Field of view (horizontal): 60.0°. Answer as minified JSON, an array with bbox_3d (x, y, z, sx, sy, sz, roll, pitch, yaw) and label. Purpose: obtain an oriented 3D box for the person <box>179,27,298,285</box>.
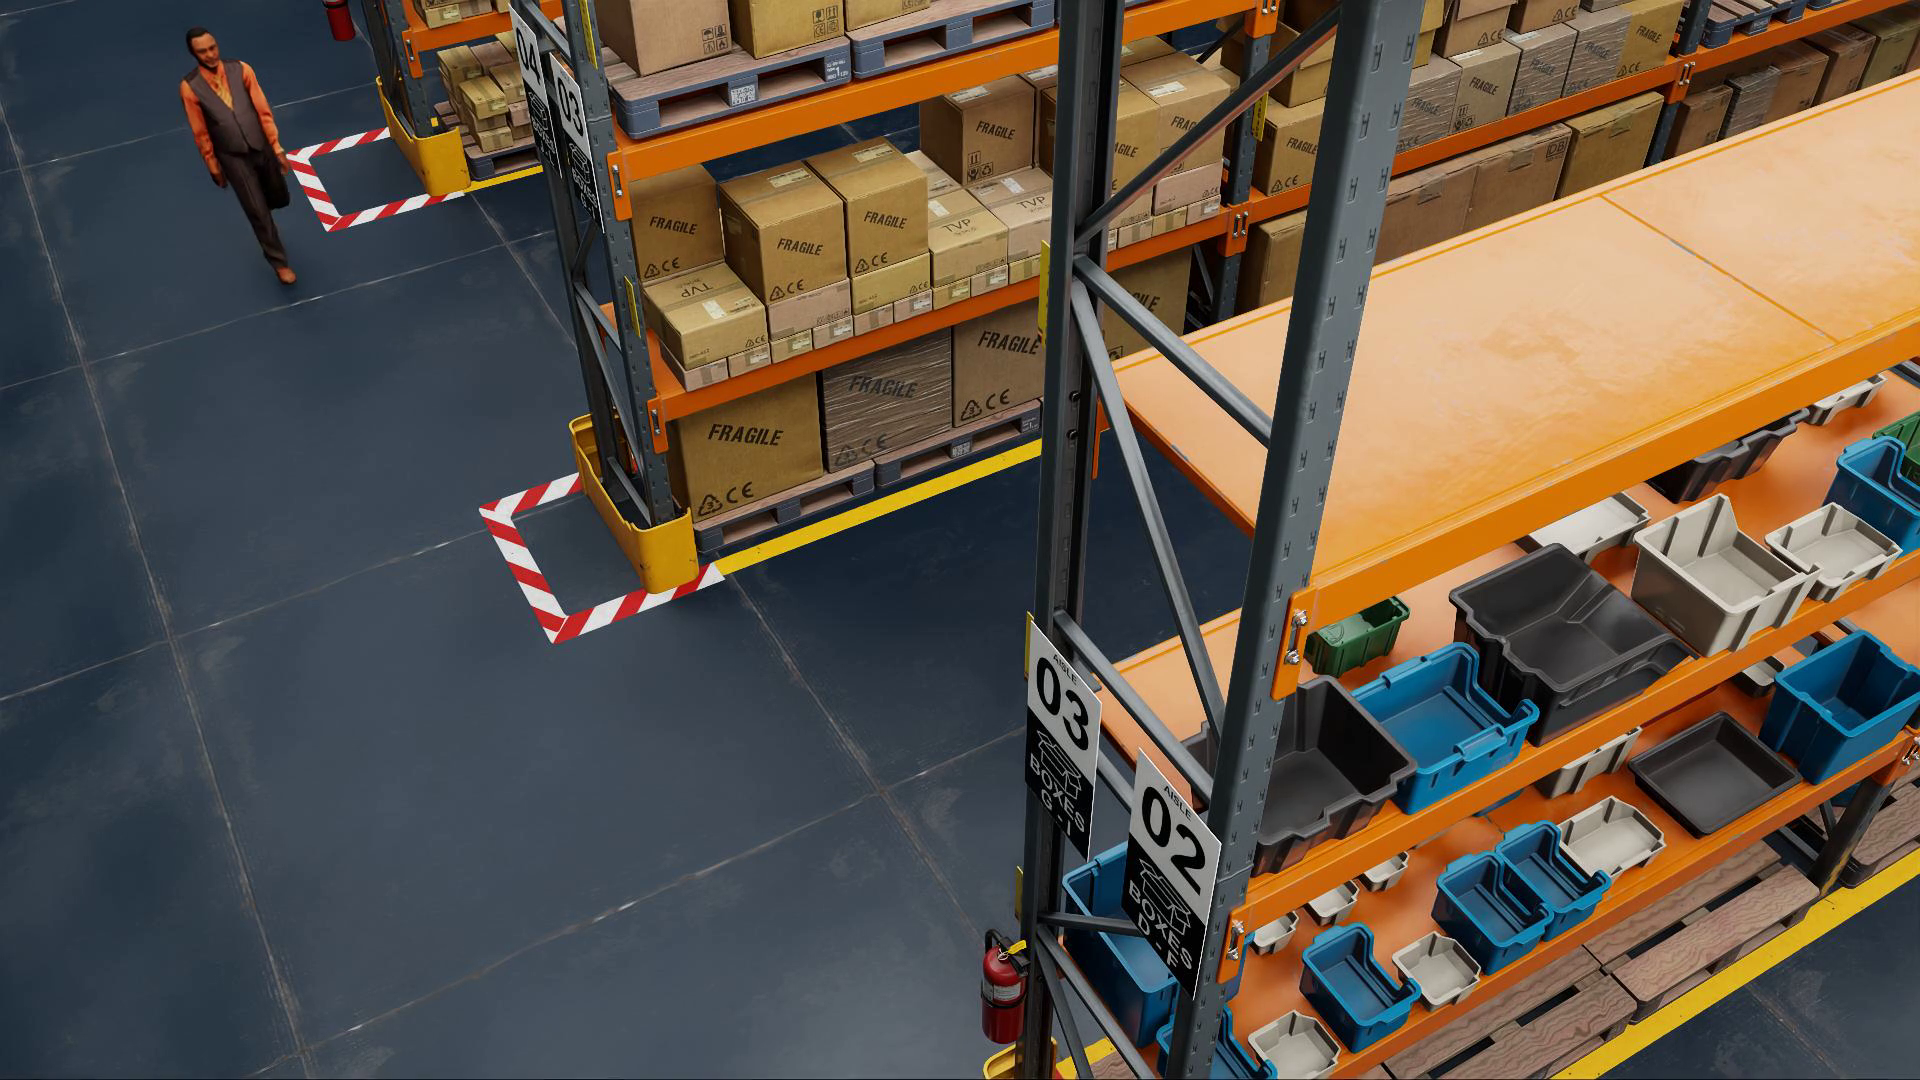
[{"bbox_3d":[-5.037,-2.740,11.659,1.014,1.892,0.821,-25,49,-25],"label":"person"}]
